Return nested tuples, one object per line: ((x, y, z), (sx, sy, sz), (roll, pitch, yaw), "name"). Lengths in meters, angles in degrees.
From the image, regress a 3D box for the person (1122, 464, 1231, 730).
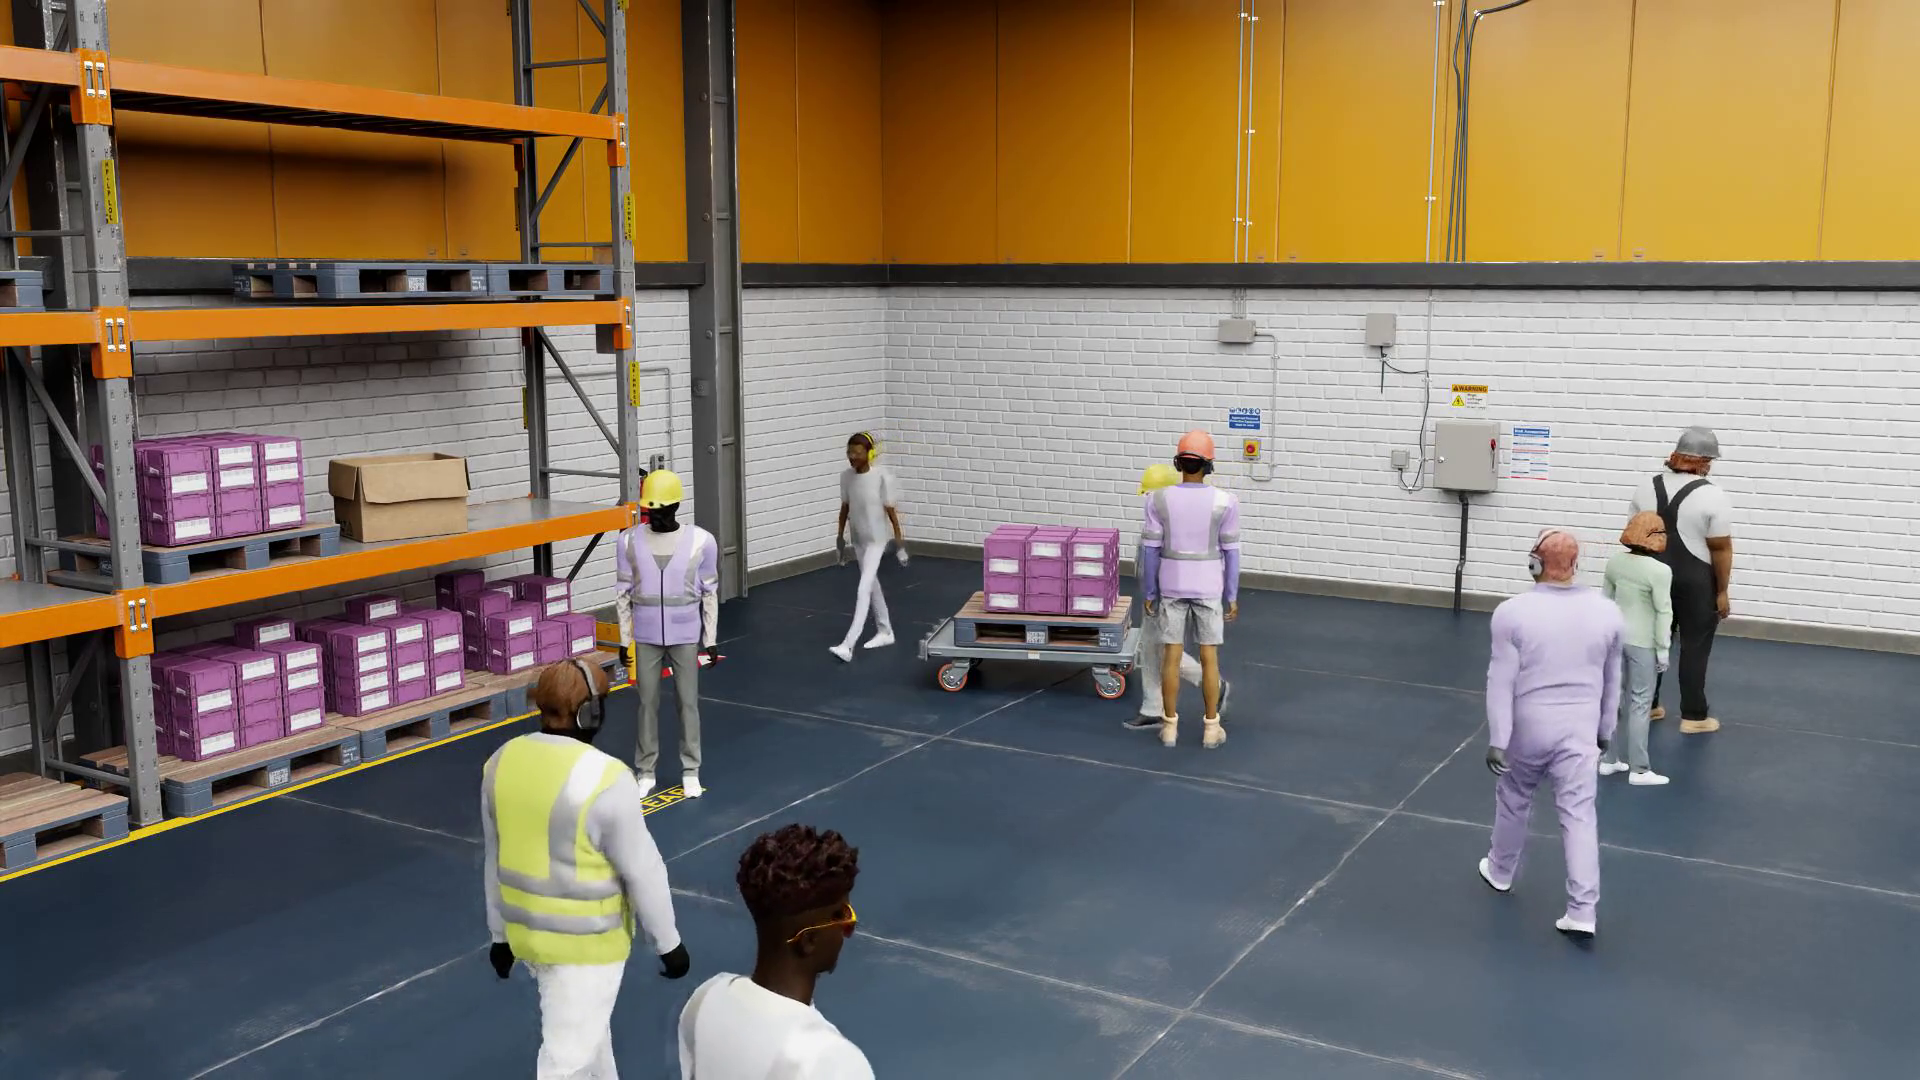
((1.426, 0.379, 11.010), (0.635, 1.799, 0.607), (-2, 9, -15), "person")

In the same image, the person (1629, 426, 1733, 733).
((4.837, 0.249, 11.066), (0.535, 2.000, 0.702), (-6, 11, -32), "person")

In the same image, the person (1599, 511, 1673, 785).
((4.034, 0.634, 9.927), (0.284, 1.633, 0.501), (-4, 10, -22), "person")

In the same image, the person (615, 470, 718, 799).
((-1.686, 0.546, 9.587), (0.585, 1.921, 0.383), (0, 9, -2), "person")

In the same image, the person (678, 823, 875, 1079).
((-0.326, 1.530, 3.470), (0.879, 1.929, 0.618), (-6, 11, -32), "person")

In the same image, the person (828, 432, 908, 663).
((-0.769, 0.050, 13.090), (0.582, 1.792, 1.068), (7, 11, 36), "person")

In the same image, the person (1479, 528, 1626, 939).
((2.758, 0.869, 7.779), (0.657, 1.856, 1.024), (0, 9, -2), "person")

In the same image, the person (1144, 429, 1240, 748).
((1.482, 0.313, 10.662), (0.611, 2.042, 0.396), (2, 9, 14), "person")

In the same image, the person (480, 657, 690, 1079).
((-1.169, 1.272, 5.428), (0.649, 1.809, 0.858), (7, 12, 39), "person")
